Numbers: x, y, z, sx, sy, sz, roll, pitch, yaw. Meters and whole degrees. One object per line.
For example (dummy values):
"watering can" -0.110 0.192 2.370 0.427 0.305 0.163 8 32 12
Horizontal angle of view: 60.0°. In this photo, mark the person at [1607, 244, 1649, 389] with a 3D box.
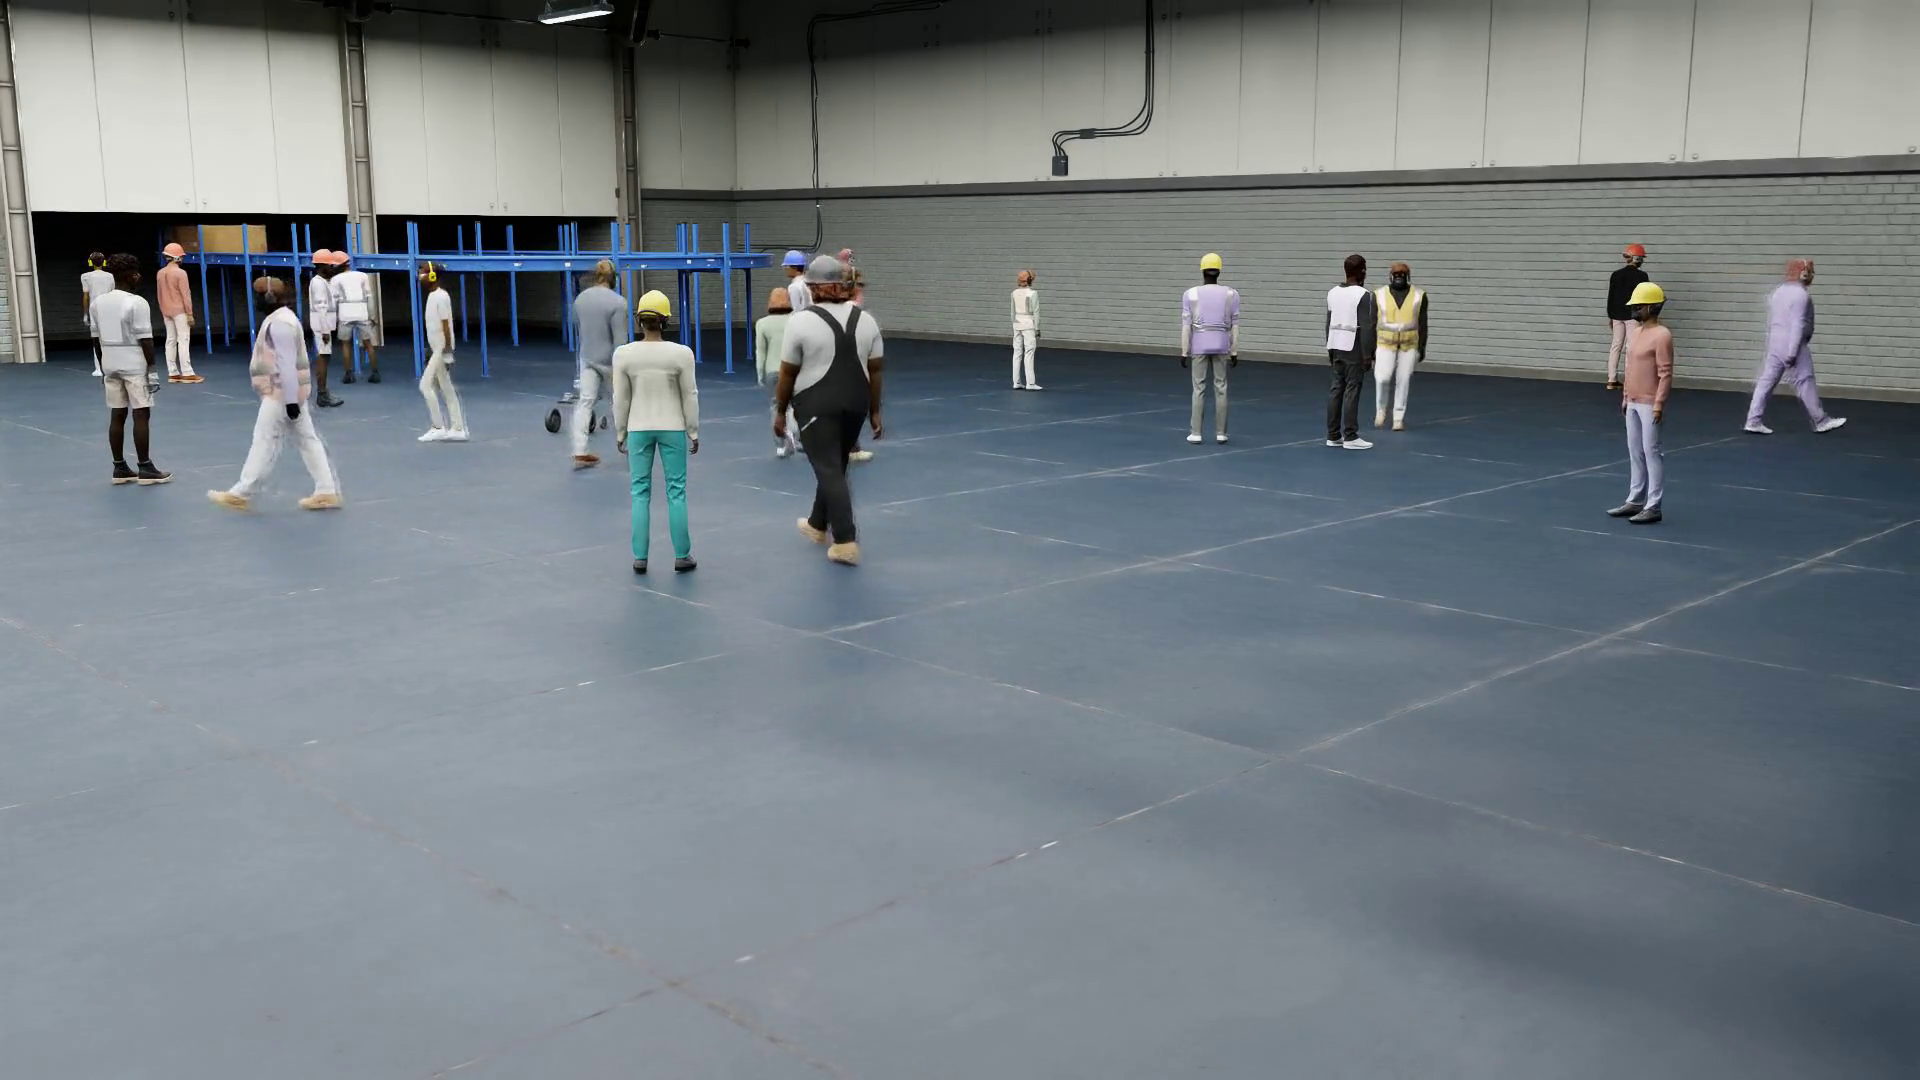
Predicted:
"person" 9.182 -3.057 22.829 0.389 1.990 0.622 -6 12 -30

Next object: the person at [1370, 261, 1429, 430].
"person" 4.771 -2.109 18.131 0.628 1.829 0.454 2 11 11

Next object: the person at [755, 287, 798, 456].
"person" -1.689 -1.589 15.818 0.517 1.618 0.519 0 10 -3

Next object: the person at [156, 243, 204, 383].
"person" -11.277 -3.270 23.978 0.609 1.996 0.383 5 12 27

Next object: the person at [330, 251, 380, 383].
"person" -8.700 -3.190 23.861 0.617 1.889 0.366 -7 13 -35

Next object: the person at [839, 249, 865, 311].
"person" -1.651 -3.291 24.341 0.641 1.908 0.407 6 12 30

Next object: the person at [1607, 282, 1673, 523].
"person" 5.053 -1.017 12.321 0.328 1.767 0.531 -1 10 -5

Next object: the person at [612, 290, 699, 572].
"person" -1.908 -0.679 10.482 0.533 1.768 0.311 0 10 -3

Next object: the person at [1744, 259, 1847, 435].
"person" 8.891 -2.035 17.638 1.021 1.851 0.654 0 10 -2

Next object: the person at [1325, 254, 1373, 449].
"person" 3.884 -1.881 16.614 0.380 1.918 0.596 -5 12 -27

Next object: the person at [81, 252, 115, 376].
"person" -12.986 -3.413 25.158 0.516 1.856 0.319 -8 13 -37

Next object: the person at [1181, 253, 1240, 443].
"person" 2.546 -1.953 16.989 0.594 1.924 0.373 0 10 -2

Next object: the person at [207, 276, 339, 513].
"person" -5.296 -1.111 12.766 0.959 1.789 0.646 -3 11 -17

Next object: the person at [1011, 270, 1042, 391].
"person" 0.900 -2.873 22.790 0.308 1.641 0.514 -10 14 -43

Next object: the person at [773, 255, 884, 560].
"person" -0.887 -0.901 11.059 0.696 2.000 1.067 -7 13 -35

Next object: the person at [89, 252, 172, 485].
"person" -7.105 -1.465 14.216 0.612 1.963 0.363 4 11 20

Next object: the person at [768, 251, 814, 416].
"person" -1.983 -2.363 19.215 0.786 1.922 0.638 2 11 9

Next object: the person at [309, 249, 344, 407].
"person" -7.909 -2.650 20.761 0.376 1.935 0.550 -4 11 -21

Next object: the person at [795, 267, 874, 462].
"person" -1.201 -1.658 15.707 0.534 1.815 0.768 -9 14 -41

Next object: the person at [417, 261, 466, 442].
"person" -5.415 -1.929 17.056 0.645 1.844 0.565 -5 12 -27

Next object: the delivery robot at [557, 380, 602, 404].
"delivery robot" -4.149 -1.629 18.117 0.335 0.223 0.698 3 11 14

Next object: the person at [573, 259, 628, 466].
"person" -3.272 -1.651 15.442 0.651 1.884 1.013 5 12 27
